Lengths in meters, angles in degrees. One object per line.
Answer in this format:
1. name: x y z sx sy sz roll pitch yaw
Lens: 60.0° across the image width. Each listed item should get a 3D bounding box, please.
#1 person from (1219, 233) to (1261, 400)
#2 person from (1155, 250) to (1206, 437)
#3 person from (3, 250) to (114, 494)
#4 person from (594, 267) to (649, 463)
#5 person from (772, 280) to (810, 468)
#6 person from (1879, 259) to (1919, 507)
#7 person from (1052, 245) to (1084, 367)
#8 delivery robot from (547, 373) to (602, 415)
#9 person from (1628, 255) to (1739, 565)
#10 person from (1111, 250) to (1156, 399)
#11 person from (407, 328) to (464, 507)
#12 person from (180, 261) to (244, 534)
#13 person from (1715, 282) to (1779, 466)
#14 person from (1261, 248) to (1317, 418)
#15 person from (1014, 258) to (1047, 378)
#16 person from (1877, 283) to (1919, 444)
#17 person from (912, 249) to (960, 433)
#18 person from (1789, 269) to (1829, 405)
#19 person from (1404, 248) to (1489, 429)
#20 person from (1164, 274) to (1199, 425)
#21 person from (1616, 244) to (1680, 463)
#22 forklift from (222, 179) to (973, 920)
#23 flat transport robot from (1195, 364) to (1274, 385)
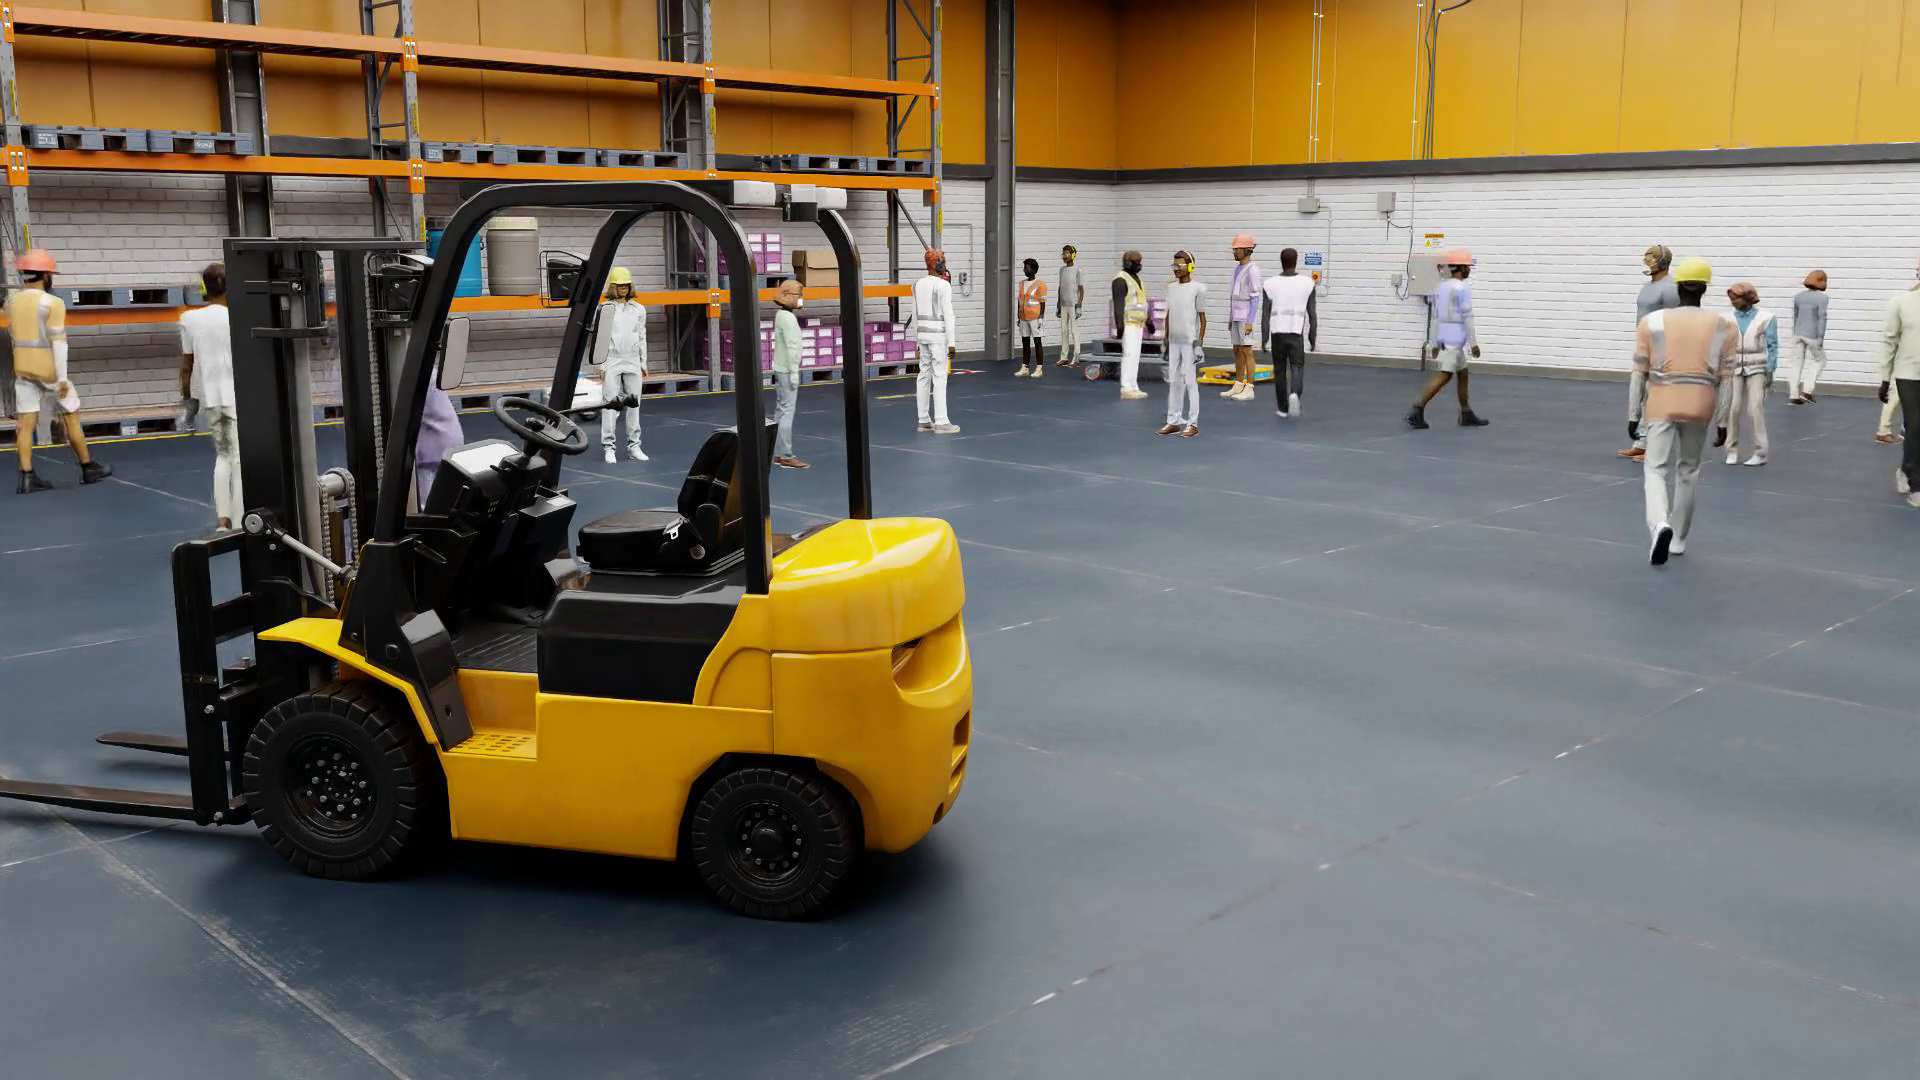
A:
1. person: 3.463 -2.739 20.472 0.374 2.044 0.607 -3 11 -16
2. person: 2.240 -1.973 16.771 0.325 1.871 0.521 -10 14 -44
3. person: -7.259 -1.353 13.295 0.569 1.893 0.929 2 11 11
4. person: -3.018 -1.564 14.887 0.486 1.744 0.294 -7 12 -33
5. person: -1.497 -1.450 14.563 0.287 1.631 0.501 -3 11 -17
6. person: 7.368 -1.268 12.703 0.622 1.956 0.981 2 11 13
7. person: 1.673 -3.591 25.593 0.325 1.871 0.521 -10 14 -44
8. delivery robot: -4.046 -1.544 17.764 0.477 0.478 0.707 9 14 41
9. person: 4.460 -0.801 10.288 0.598 1.904 0.823 3 11 16
10. person: 2.134 -2.674 20.705 0.449 1.836 0.650 6 12 28
11. person: -2.358 -0.227 7.241 0.817 1.878 0.662 -4 11 -20
12. person: -4.750 -0.875 10.823 0.571 1.855 0.453 0 10 2
13. person: 6.941 -1.466 14.700 0.535 1.611 0.349 9 14 41
14. person: 3.637 -2.282 18.408 0.602 1.895 0.708 2 11 9
15. person: 1.009 -3.163 23.730 0.317 1.696 0.537 -10 14 -44
16. person: 9.288 -1.739 16.214 0.532 1.609 0.352 -4 11 -22
17. person: -0.255 -2.035 17.074 0.356 1.883 0.574 -10 14 -42
18. person: 10.138 -2.409 19.823 0.408 1.617 0.525 -4 11 -23
19. person: 5.132 -2.109 17.462 0.969 1.900 0.545 -1 10 -8
20. person: 2.386 -2.035 17.766 0.401 1.623 0.522 -5 11 -24
21. person: 6.186 -1.654 14.845 0.372 1.940 0.629 0 10 -2
22. forklift: -1.114 -0.058 5.440 2.313 2.155 1.214 2 11 13
23. flat transport robot: 3.854 -2.282 22.816 0.652 0.197 1.431 8 13 37
